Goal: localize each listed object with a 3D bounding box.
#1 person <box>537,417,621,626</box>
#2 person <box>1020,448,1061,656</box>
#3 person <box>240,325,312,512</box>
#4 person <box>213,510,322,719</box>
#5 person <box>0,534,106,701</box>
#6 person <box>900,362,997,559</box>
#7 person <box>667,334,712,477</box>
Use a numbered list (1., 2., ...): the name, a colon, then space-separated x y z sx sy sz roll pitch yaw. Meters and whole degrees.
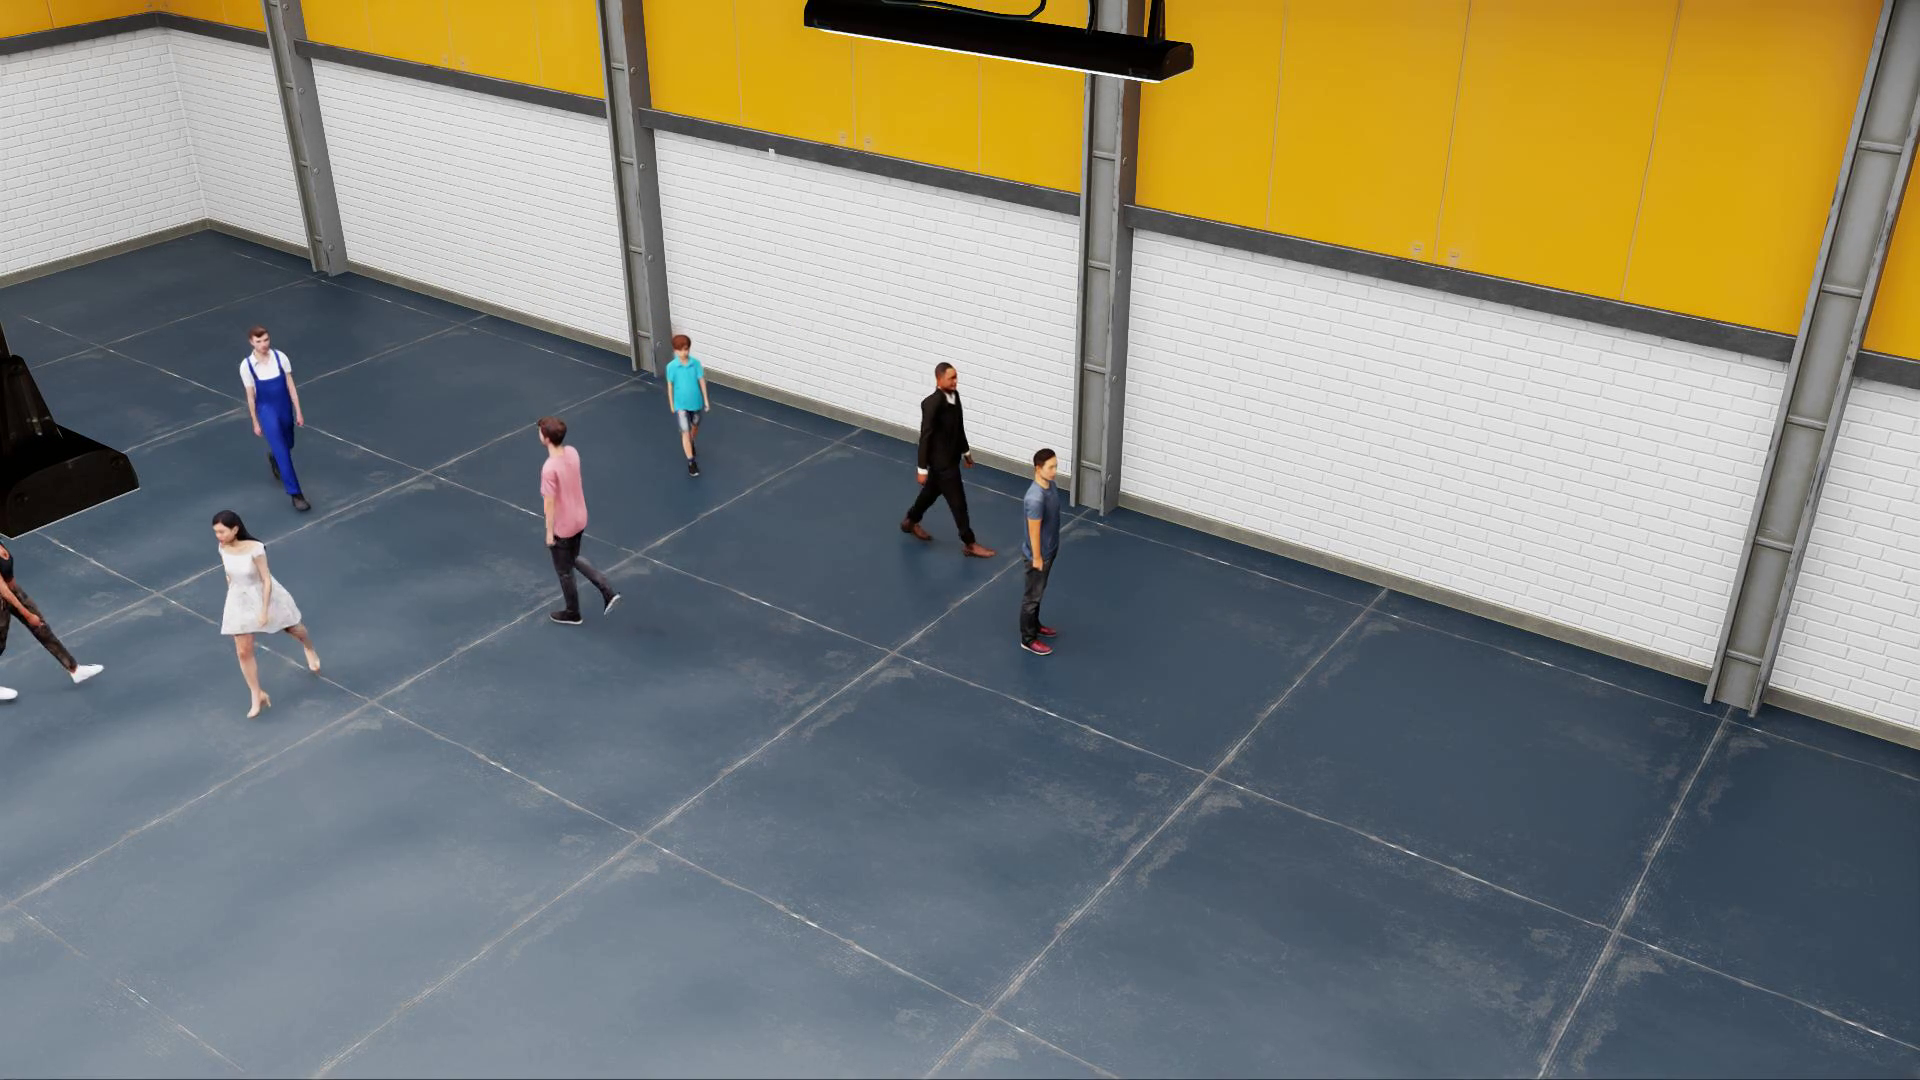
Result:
1. person: -3.232 -0.123 13.989 0.986 1.948 0.813 8 30 14
2. person: 0.650 0.063 13.793 0.661 1.807 0.717 8 30 15
3. person: -6.683 -1.241 16.172 0.838 1.820 1.291 -23 36 -35
4. person: -5.456 0.506 13.081 1.131 1.713 1.017 1 29 2
5. person: -7.581 0.556 13.054 1.148 1.651 1.109 -5 29 -10
6. person: -0.230 -0.747 15.226 1.306 1.857 0.831 14 32 25
7. person: -2.781 -1.435 16.943 0.852 1.423 1.021 -12 31 -20
